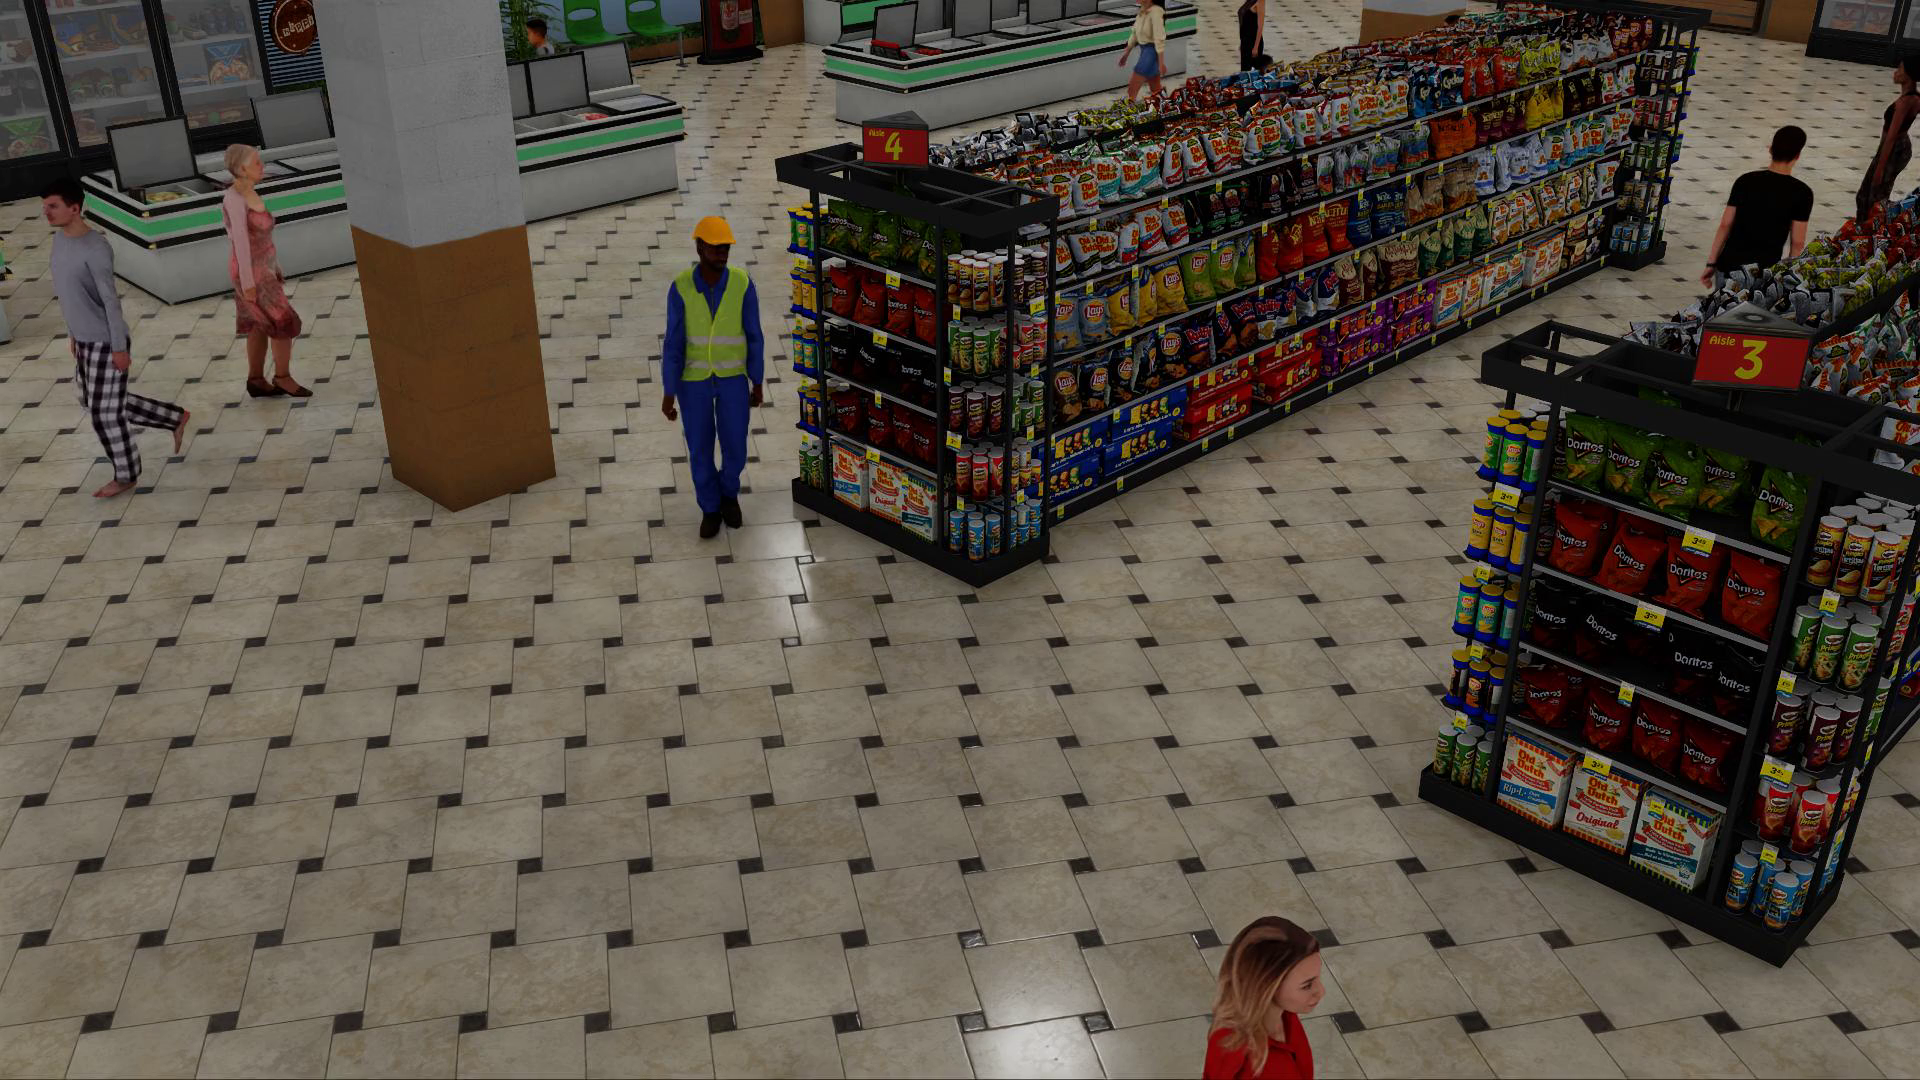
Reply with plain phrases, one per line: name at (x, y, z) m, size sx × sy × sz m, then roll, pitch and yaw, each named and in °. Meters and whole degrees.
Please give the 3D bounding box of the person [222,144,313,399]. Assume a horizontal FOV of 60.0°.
person at (-4.633, -1.696, 10.738) m, size 0.826 × 1.675 × 0.777 m, roll -6°, pitch 28°, yaw -12°

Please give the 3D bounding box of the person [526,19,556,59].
person at (-3.996, -4.476, 16.495) m, size 1.019 × 1.425 × 0.953 m, roll -1°, pitch 27°, yaw -2°

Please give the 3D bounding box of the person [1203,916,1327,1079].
person at (0.693, 1.619, 4.171) m, size 0.748 × 1.702 × 0.589 m, roll 11°, pitch 29°, yaw 20°

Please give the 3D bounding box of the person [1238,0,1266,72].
person at (3.168, -5.366, 18.053) m, size 0.676 × 1.604 × 0.662 m, roll -6°, pitch 27°, yaw -12°

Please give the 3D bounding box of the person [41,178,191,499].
person at (-4.863, -1.182, 9.551) m, size 0.686 × 1.831 × 0.949 m, roll 19°, pitch 33°, yaw 33°

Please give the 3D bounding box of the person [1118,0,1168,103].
person at (2.063, -4.997, 17.342) m, size 1.115 × 1.588 × 0.997 m, roll -3°, pitch 27°, yaw -6°

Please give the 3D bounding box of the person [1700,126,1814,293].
person at (4.946, -1.662, 10.530) m, size 0.701 × 1.803 × 1.049 m, roll 22°, pitch 34°, yaw 36°

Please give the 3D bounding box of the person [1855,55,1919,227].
person at (7.514, -2.992, 13.289) m, size 0.762 × 1.680 × 0.988 m, roll 18°, pitch 32°, yaw 31°

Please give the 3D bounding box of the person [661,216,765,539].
person at (-1.329, -0.897, 9.023) m, size 0.812 × 1.801 × 0.898 m, roll -3°, pitch 27°, yaw -5°
